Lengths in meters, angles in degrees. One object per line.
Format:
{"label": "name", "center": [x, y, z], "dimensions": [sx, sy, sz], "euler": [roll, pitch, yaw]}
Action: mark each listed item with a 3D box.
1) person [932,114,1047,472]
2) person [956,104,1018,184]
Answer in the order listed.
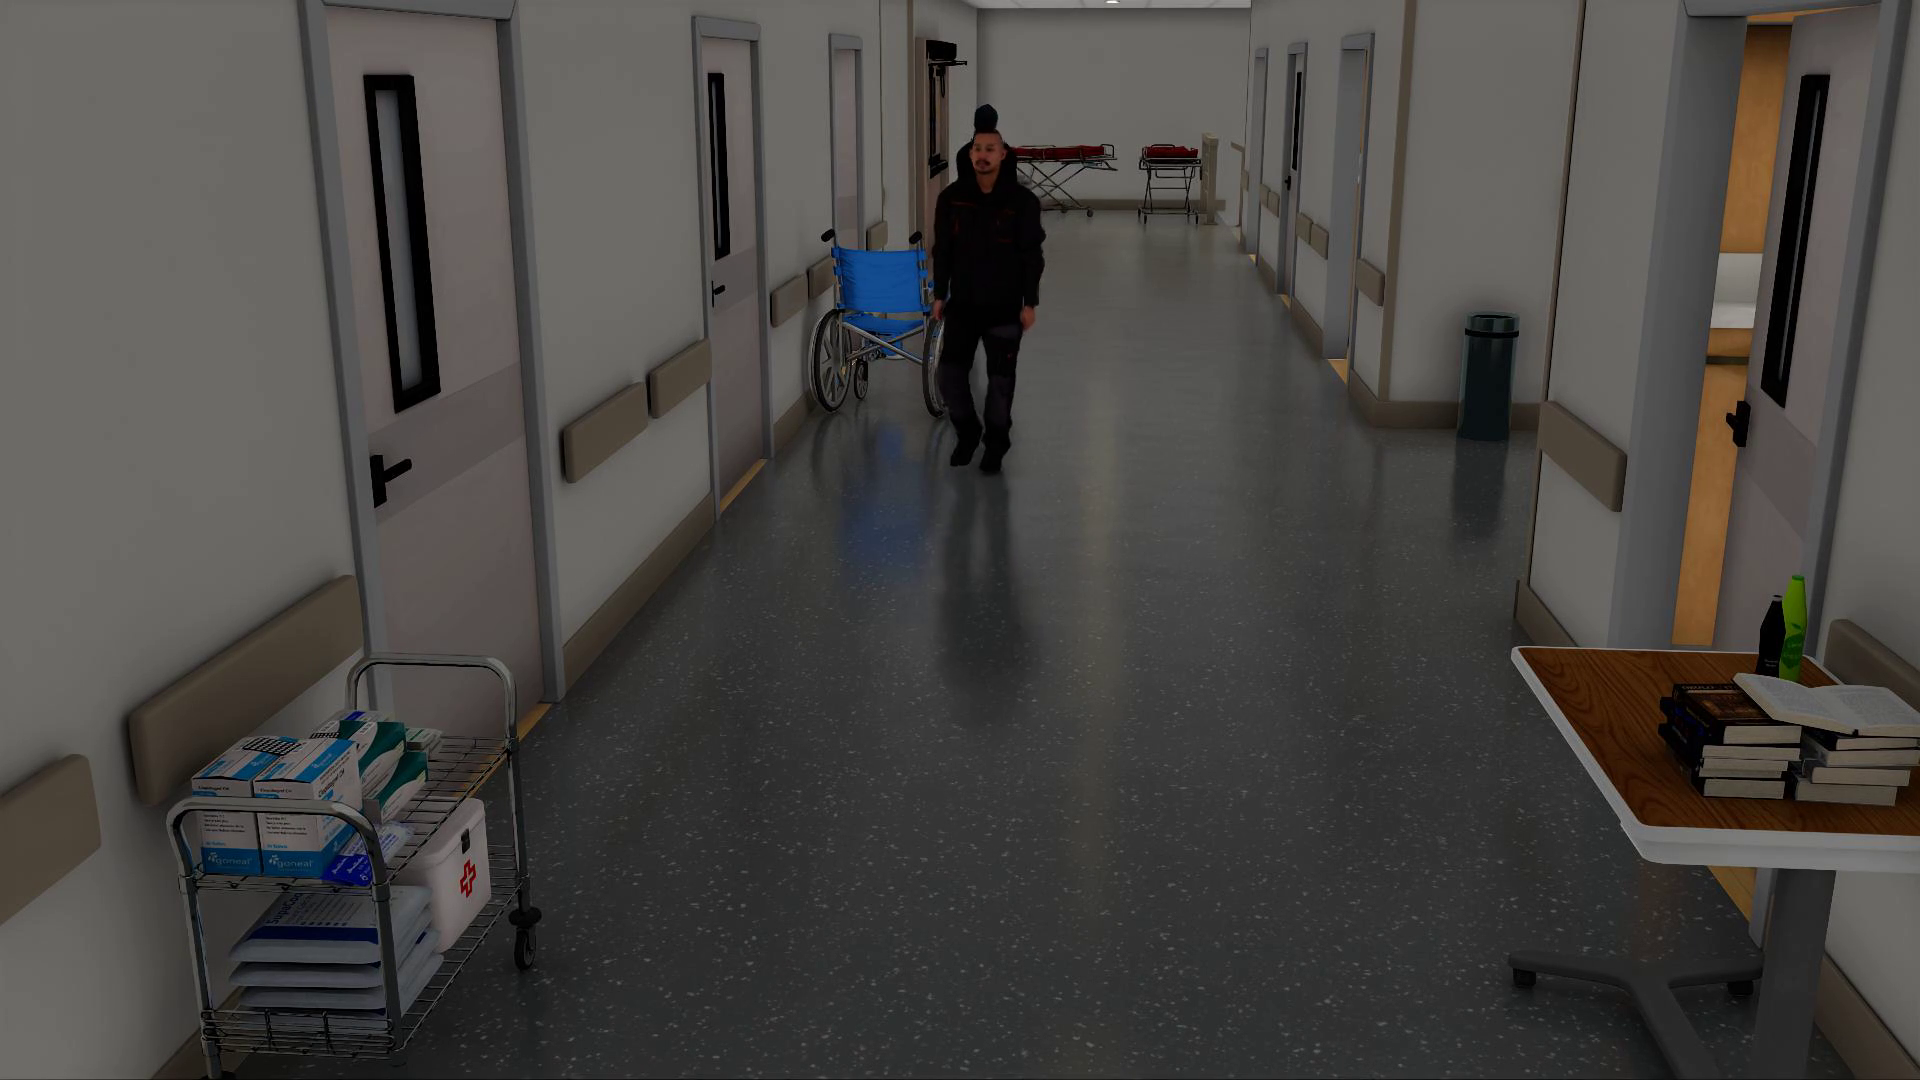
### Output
{"label": "person", "center": [0.147, -1.297, 8.807], "dimensions": [0.813, 1.854, 0.707], "euler": [4, 16, 13]}
{"label": "person", "center": [0.215, -2.646, 13.788], "dimensions": [0.681, 1.747, 0.587], "euler": [2, 16, 9]}
